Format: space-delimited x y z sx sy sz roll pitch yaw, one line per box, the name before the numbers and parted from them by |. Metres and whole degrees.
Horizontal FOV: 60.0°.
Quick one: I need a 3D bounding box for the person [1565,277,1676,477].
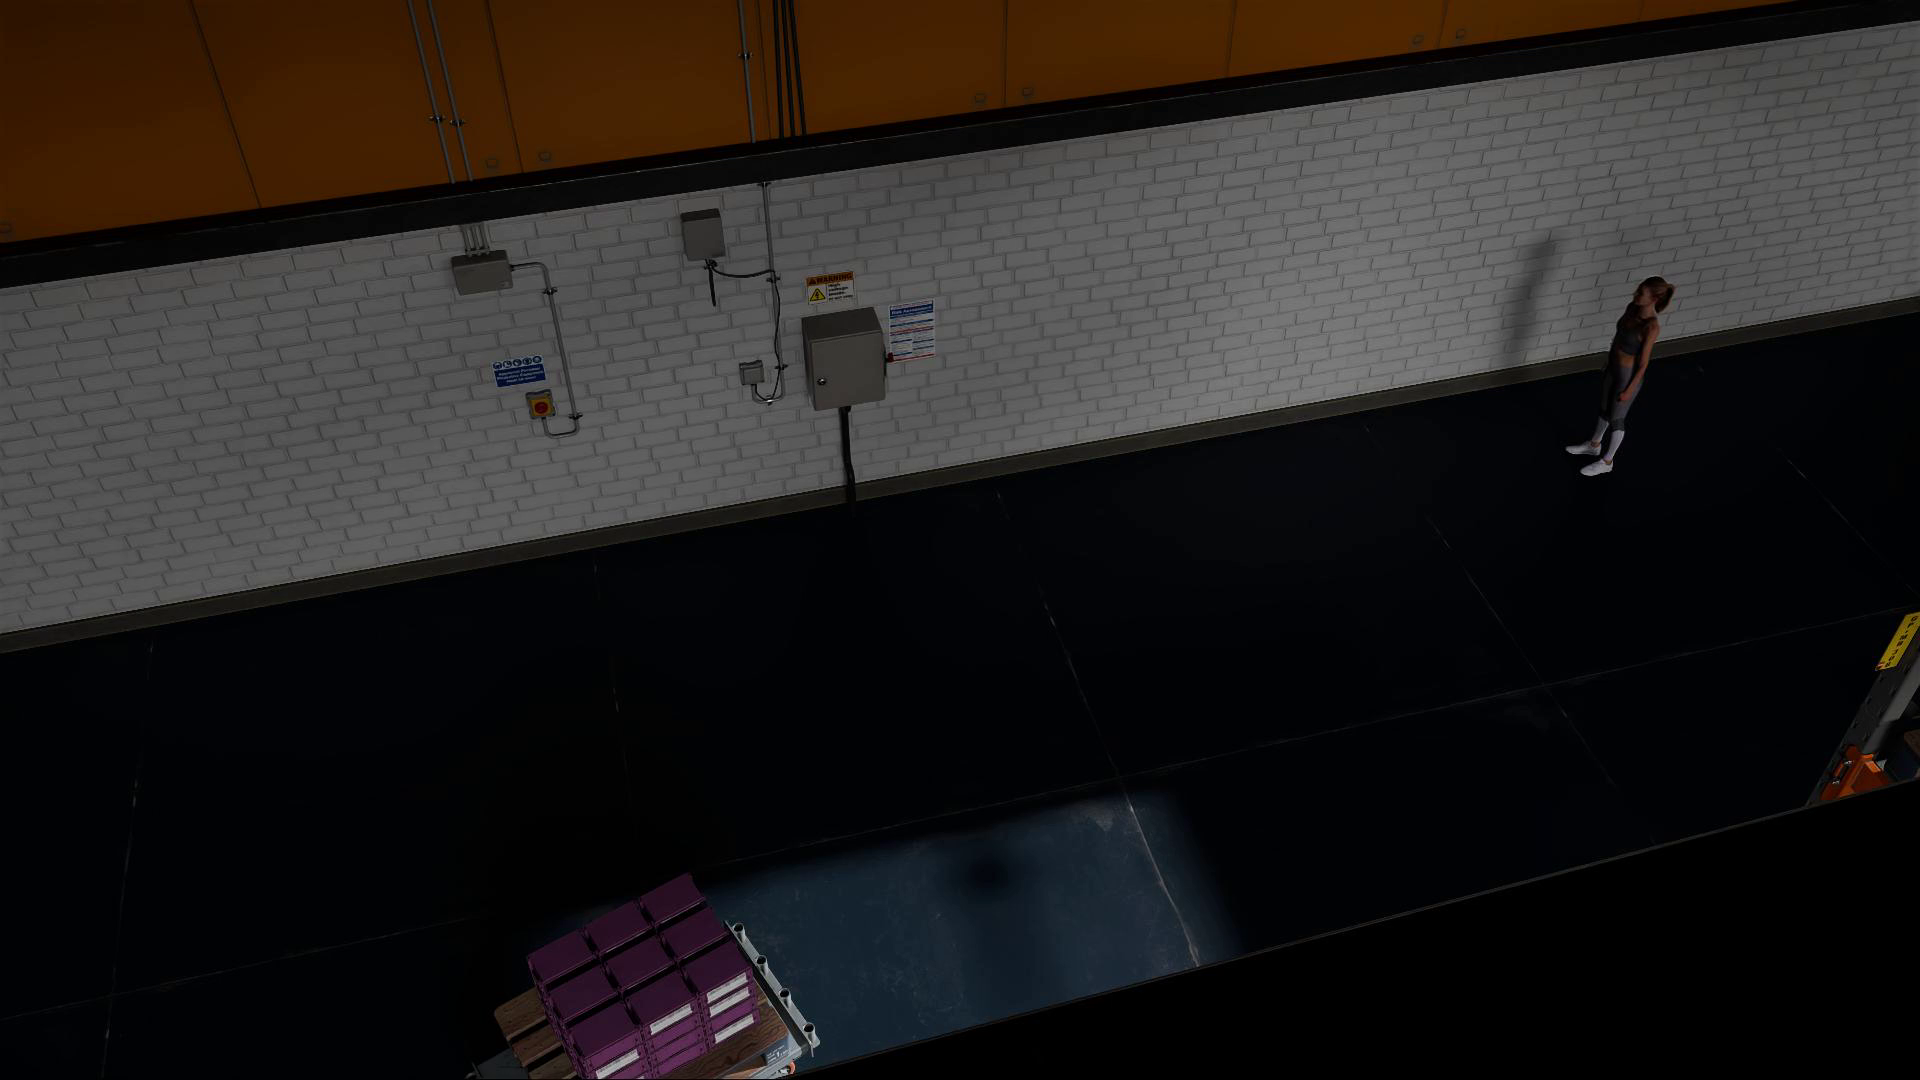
person | 4.837 -1.202 12.114 0.645 1.703 0.509 -4 44 -4
